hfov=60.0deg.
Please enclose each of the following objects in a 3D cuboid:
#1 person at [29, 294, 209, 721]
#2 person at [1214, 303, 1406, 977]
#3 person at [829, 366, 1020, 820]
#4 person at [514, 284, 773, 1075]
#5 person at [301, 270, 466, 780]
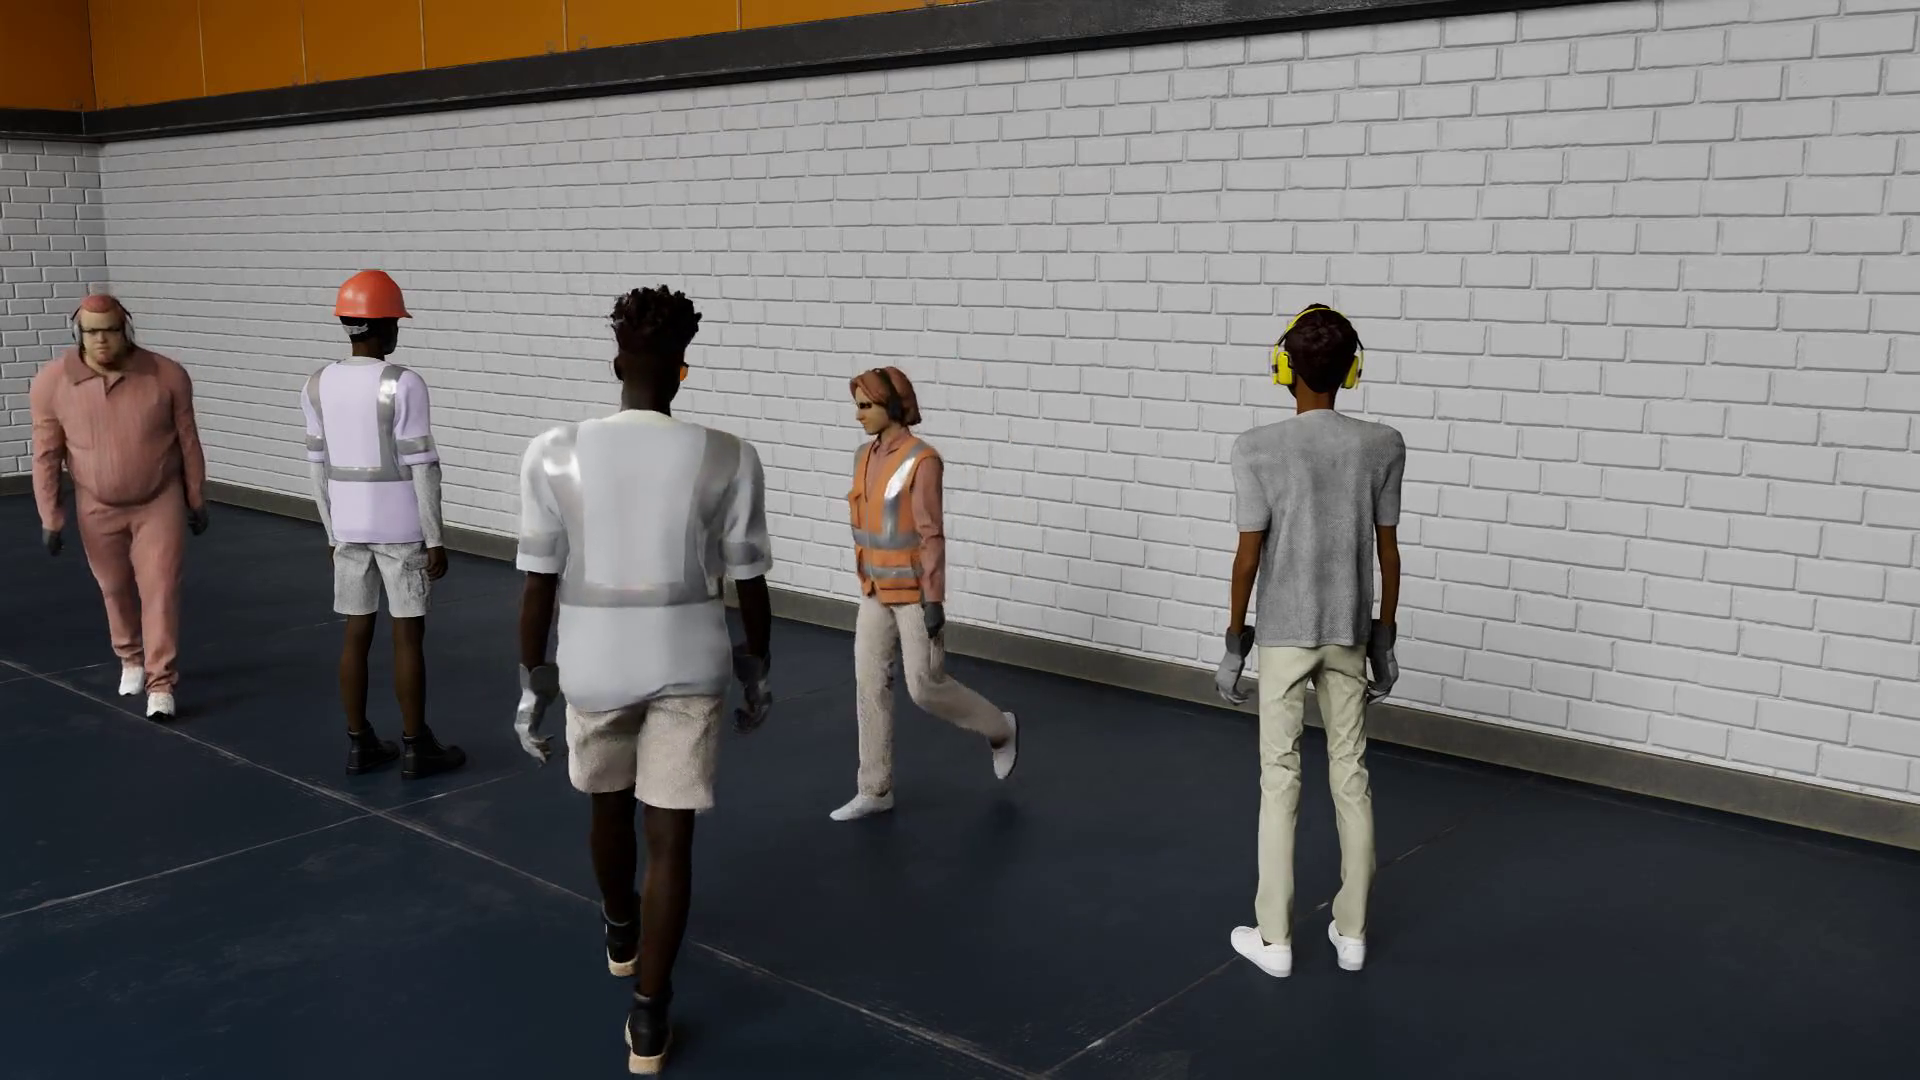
[{"bbox_3d":[-3.659,-0.154,7.268,0.668,1.831,0.964,-4,11,-20],"label":"person"},{"bbox_3d":[0.968,0.287,4.630,0.521,1.874,0.328,-1,10,-7],"label":"person"},{"bbox_3d":[-0.142,0.179,5.972,0.704,1.616,0.545,-7,12,-36],"label":"person"},{"bbox_3d":[-0.803,0.312,4.336,0.643,1.920,0.944,-1,10,-4],"label":"person"},{"bbox_3d":[-2.196,-0.047,6.340,0.545,1.939,0.354,3,10,17],"label":"person"}]
